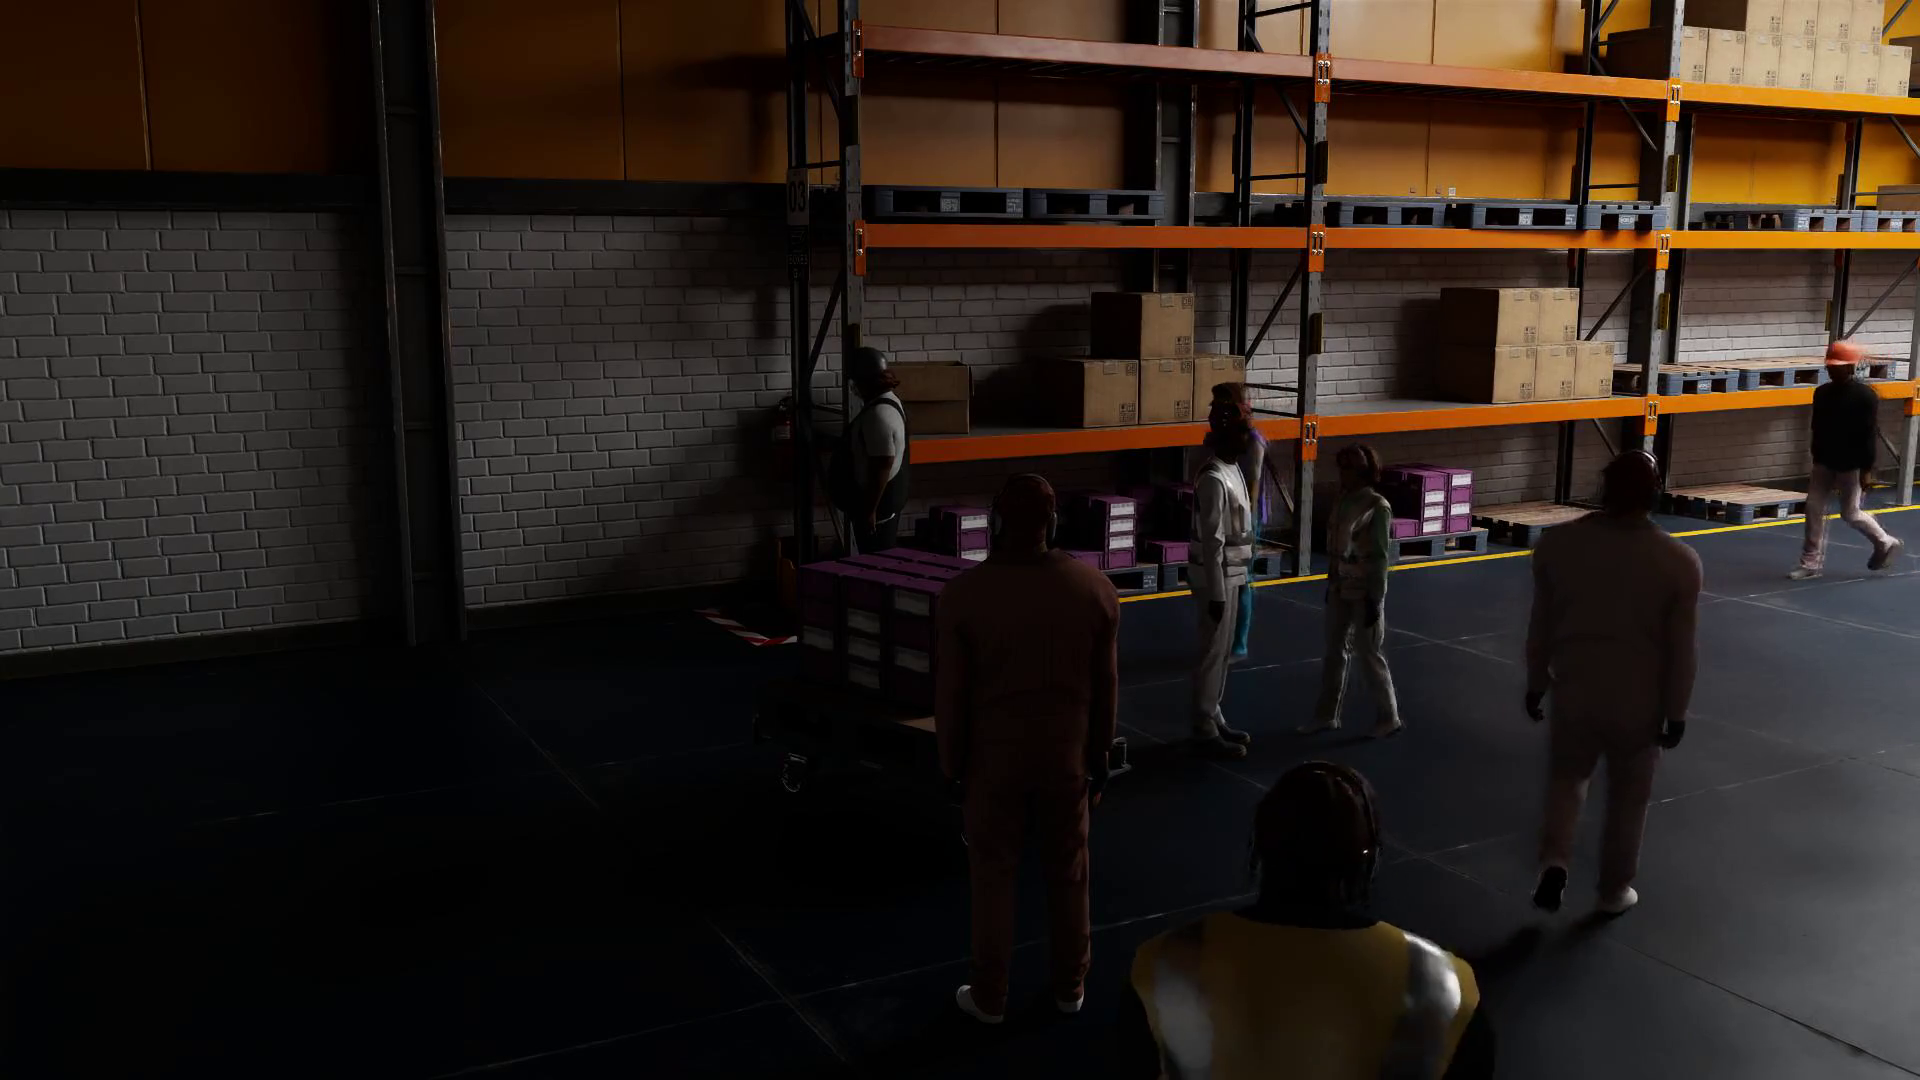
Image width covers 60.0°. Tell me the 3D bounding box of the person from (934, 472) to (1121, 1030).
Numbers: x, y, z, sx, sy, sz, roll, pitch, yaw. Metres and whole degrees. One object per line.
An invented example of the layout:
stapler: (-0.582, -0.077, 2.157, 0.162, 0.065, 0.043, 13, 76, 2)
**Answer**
person: (0.218, 0.720, 5.688, 0.645, 1.908, 0.408, -2, 10, -14)

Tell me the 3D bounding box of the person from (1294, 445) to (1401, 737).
person: (2.171, 0.299, 9.030, 0.601, 1.636, 0.548, -4, 11, -21)

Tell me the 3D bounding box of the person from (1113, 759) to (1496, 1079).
person: (0.549, 1.283, 2.814, 0.665, 1.792, 0.971, 3, 10, 15)

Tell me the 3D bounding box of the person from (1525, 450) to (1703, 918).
person: (2.535, 0.587, 6.506, 0.655, 1.884, 0.535, 6, 12, 33)

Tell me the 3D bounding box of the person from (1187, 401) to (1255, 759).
person: (1.372, 0.210, 8.727, 0.348, 1.878, 0.578, 3, 10, 18)

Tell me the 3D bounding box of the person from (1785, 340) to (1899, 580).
person: (7.158, -0.630, 13.338, 0.820, 1.966, 0.615, -3, 10, -18)

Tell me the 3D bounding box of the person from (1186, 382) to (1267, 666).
person: (1.704, -0.086, 10.557, 0.456, 1.828, 0.572, -6, 12, -32)

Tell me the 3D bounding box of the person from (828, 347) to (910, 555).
person: (-0.603, -0.271, 11.003, 0.537, 2.000, 0.679, 1, 10, 4)
